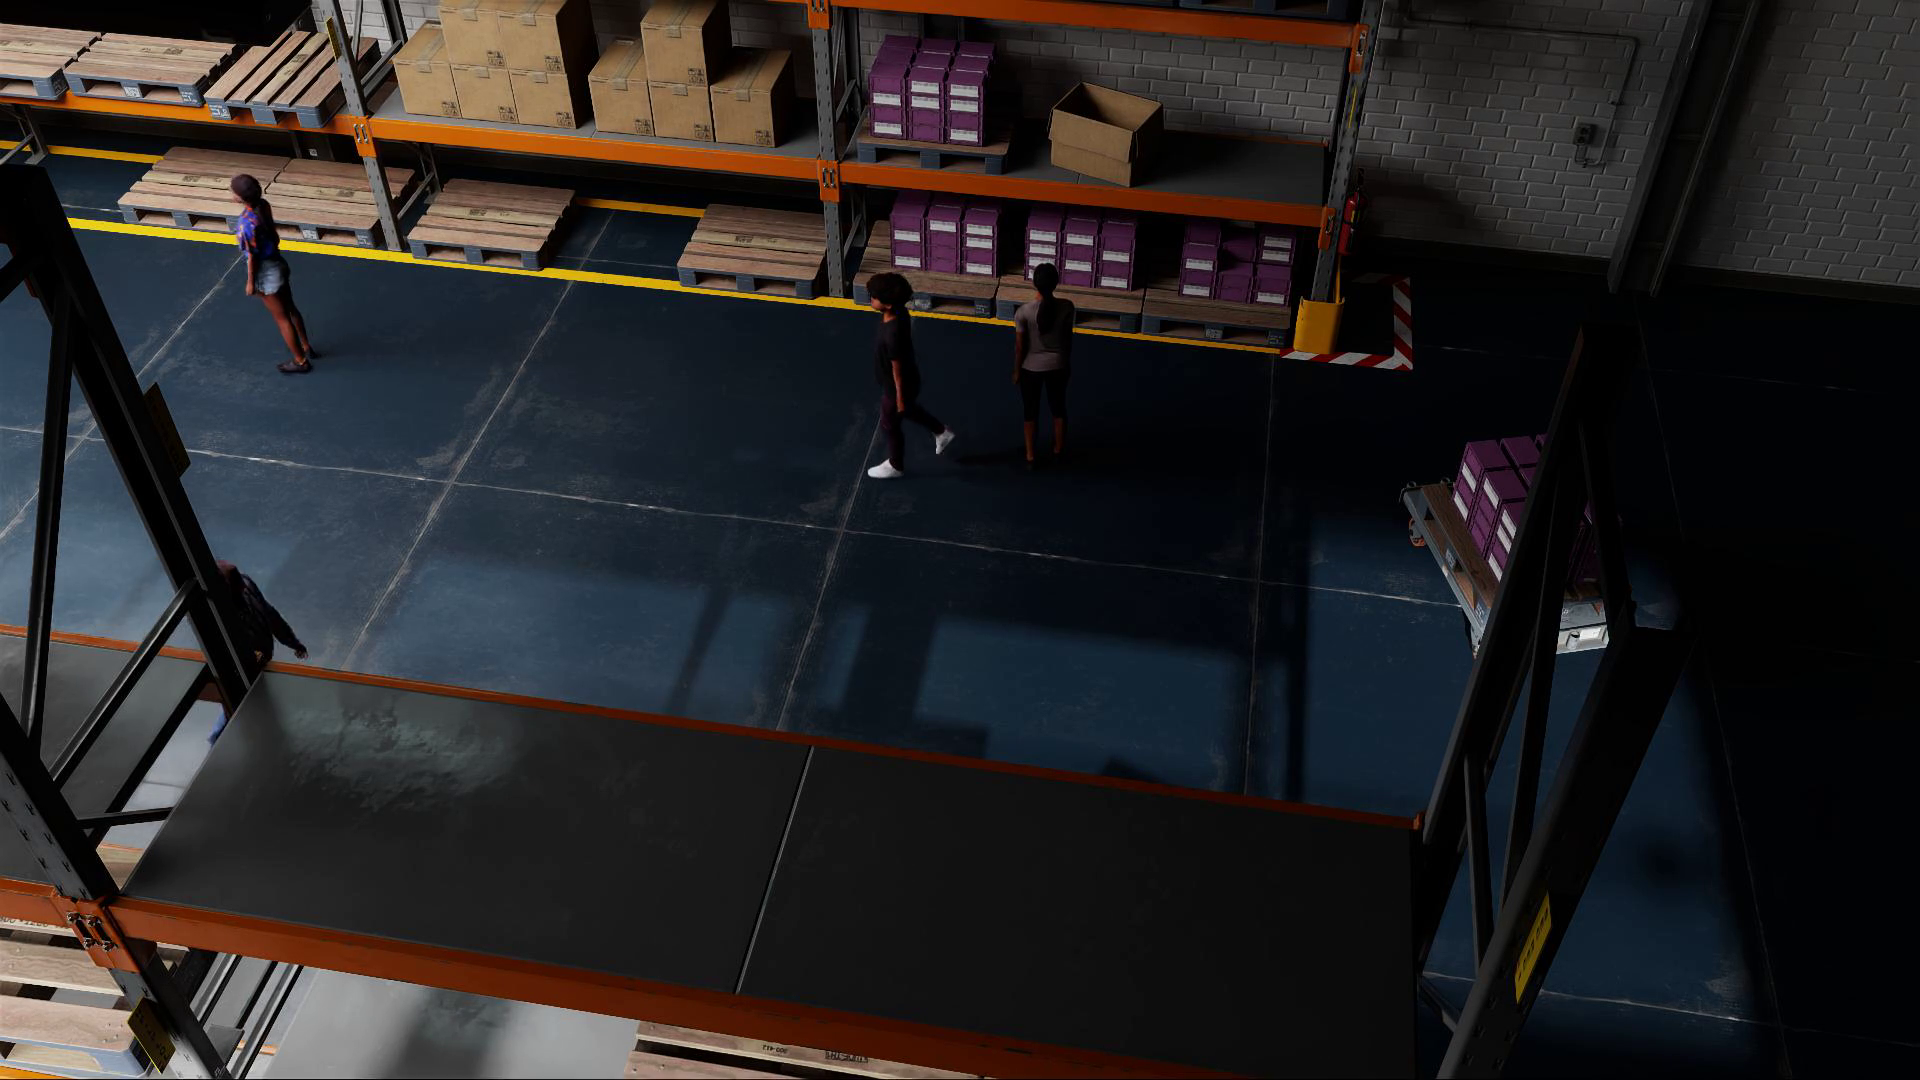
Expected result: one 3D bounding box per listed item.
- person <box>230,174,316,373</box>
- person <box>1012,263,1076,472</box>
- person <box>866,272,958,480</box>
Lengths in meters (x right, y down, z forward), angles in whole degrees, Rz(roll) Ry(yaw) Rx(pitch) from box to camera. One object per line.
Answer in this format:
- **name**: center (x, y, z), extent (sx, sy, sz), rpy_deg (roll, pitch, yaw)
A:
- **person**: center (-5.337, -2.060, 12.903), extent (0.593, 1.741, 0.631), rpy_deg (3, 44, 4)
- **person**: center (0.609, -1.245, 12.042), extent (0.605, 1.747, 0.736), rpy_deg (-9, 44, -10)
- **person**: center (-0.378, -1.182, 11.960), extent (0.973, 1.769, 0.764), rpy_deg (-2, 44, -2)
